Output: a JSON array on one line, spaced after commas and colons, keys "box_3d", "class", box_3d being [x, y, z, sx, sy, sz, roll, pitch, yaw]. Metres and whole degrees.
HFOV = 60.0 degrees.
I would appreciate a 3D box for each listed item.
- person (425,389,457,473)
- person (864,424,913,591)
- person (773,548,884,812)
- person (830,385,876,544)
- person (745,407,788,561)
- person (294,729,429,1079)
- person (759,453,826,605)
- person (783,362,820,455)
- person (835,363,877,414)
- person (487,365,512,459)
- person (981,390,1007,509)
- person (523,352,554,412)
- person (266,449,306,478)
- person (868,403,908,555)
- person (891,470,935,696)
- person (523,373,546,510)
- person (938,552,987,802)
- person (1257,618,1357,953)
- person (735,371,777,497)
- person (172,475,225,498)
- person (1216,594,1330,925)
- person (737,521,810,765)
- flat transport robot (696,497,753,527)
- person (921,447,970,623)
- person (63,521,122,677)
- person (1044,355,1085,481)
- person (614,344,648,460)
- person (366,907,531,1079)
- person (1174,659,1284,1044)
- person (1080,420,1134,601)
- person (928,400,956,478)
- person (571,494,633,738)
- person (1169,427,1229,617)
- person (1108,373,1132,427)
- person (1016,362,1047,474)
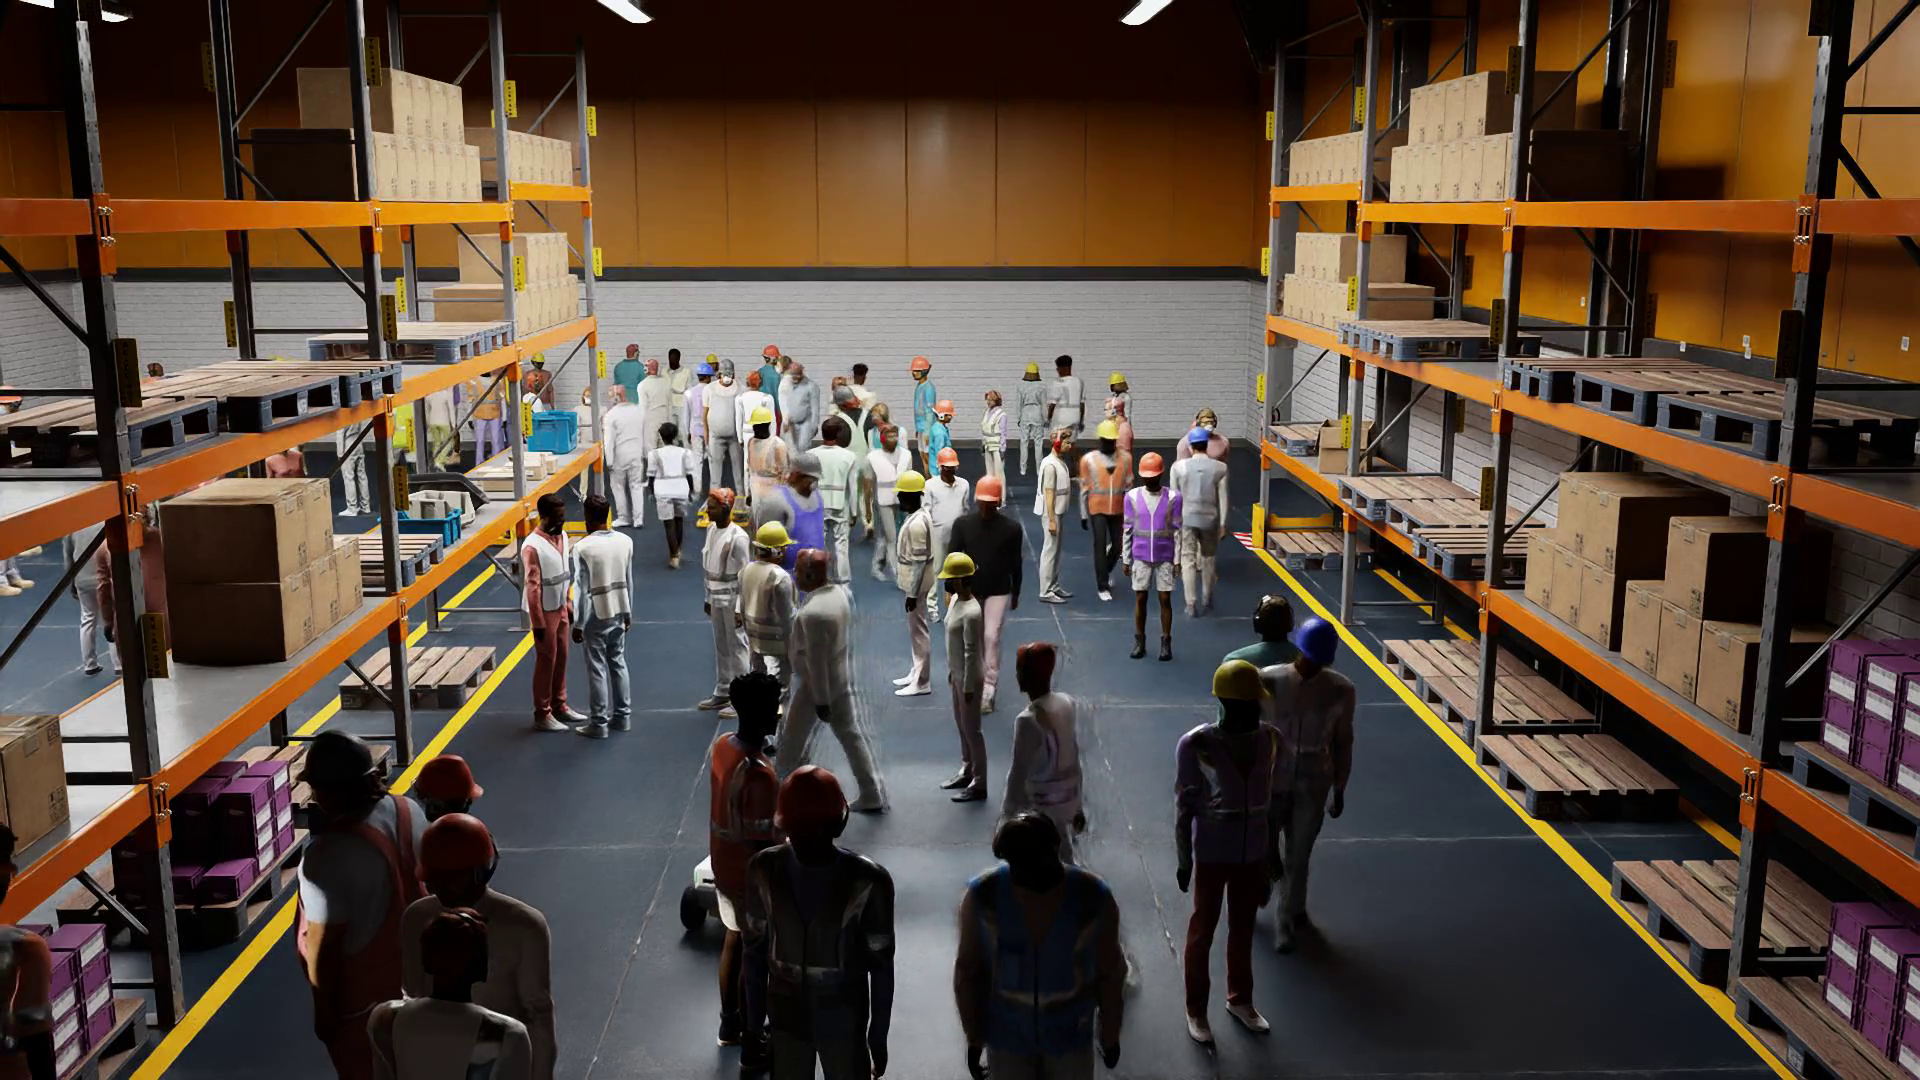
[{"box_3d": [-7.997, -1.780, 25.618, 0.574, 1.617, 0.357, 3, 12, 12], "class": "person"}, {"box_3d": [-0.735, -0.368, 18.092, 0.575, 1.796, 0.964, -9, 14, -38], "class": "person"}, {"box_3d": [-0.988, 0.963, 11.286, 1.011, 1.853, 0.645, 3, 12, 17], "class": "person"}, {"box_3d": [-1.337, -0.941, 20.350, 0.711, 2.000, 0.543, -5, 12, -23], "class": "person"}, {"box_3d": [-2.186, -0.535, 18.604, 0.594, 1.924, 0.367, 9, 14, 38], "class": "person"}, {"box_3d": [-2.485, 1.742, 6.897, 0.536, 2.000, 0.702, 4, 12, 18], "class": "person"}, {"box_3d": [-1.517, 0.127, 14.997, 1.049, 2.000, 0.688, 6, 13, 28], "class": "person"}, {"box_3d": [-2.334, -1.725, 24.745, 0.682, 1.868, 0.502, 8, 14, 35], "class": "person"}, {"box_3d": [-1.501, -1.539, 23.609, 0.647, 1.940, 0.587, 4, 12, 18], "class": "person"}, {"box_3d": [-7.627, -2.332, 27.439, 0.379, 1.996, 0.611, 4, 12, 20], "class": "person"}, {"box_3d": [0.478, -1.248, 22.927, 0.314, 1.633, 0.519, -7, 13, -31], "class": "person"}, {"box_3d": [-6.986, -2.256, 27.654, 0.524, 1.762, 0.340, -9, 15, -40], "class": "person"}, {"box_3d": [-7.435, -0.406, 18.397, 0.338, 1.752, 0.527, 7, 13, 31], "class": "person"}, {"box_3d": [-0.867, -0.734, 19.900, 0.553, 1.806, 0.422, 3, 12, 16], "class": "person"}, {"box_3d": [-0.395, 0.362, 14.100, 0.363, 1.928, 0.587, -1, 11, -3], "class": "person"}, {"box_3d": [-5.848, -1.361, 22.887, 0.355, 1.876, 0.574, -7, 13, -30], "class": "person"}, {"box_3d": [0.011, 0.945, 11.610, 0.337, 1.757, 0.518, -2, 12, -12], "class": "person"}, {"box_3d": [1.855, 1.327, 9.301, 0.668, 1.907, 0.614, 1, 11, 7], "class": "person"}, {"box_3d": [-2.816, -1.403, 23.061, 0.576, 1.885, 0.355, 2, 11, 10], "class": "person"}, {"box_3d": [-8.129, -0.252, 17.849, 0.563, 1.663, 0.568, -6, 13, -28], "class": "person"}, {"box_3d": [1.791, 1.264, 9.605, 0.645, 1.927, 0.389, 0, 11, 1], "class": "person"}, {"box_3d": [-1.375, 0.764, 12.321, 0.403, 1.835, 0.588, -11, 15, -43], "class": "person"}, {"box_3d": [-3.071, -0.390, 22.037, 0.652, 0.197, 1.431, 0, 11, -1], "class": "flat transport robot"}, {"box_3d": [-0.130, -0.060, 16.655, 0.560, 1.752, 0.326, -7, 13, -31], "class": "person"}, {"box_3d": [-7.581, 0.341, 14.669, 0.566, 1.744, 0.350, 0, 11, 0], "class": "person"}, {"box_3d": [1.589, -1.797, 24.915, 0.631, 1.936, 0.471, -11, 16, -43], "class": "person"}, {"box_3d": [-5.351, -2.274, 27.371, 0.654, 1.906, 0.408, 5, 12, 25], "class": "person"}, {"box_3d": [-1.643, 2.114, 5.462, 0.579, 1.878, 0.345, 3, 12, 12], "class": "person"}, {"box_3d": [1.343, 1.527, 8.249, 0.594, 1.929, 0.360, -4, 12, -20], "class": "person"}, {"box_3d": [1.550, -0.339, 17.660, 0.595, 1.912, 0.607, -3, 12, -14], "class": "person"}, {"box_3d": [-0.221, -0.896, 20.885, 0.349, 1.740, 0.575, -1, 11, -3], "class": "person"}, {"box_3d": [-2.782, 0.592, 13.014, 0.409, 1.907, 0.598, 7, 13, 31], "class": "person"}, {"box_3d": [2.415, -0.206, 17.011, 0.600, 1.898, 0.830, 0, 11, 2], "class": "person"}, {"box_3d": [2.318, -1.589, 24.388, 0.324, 1.730, 0.490, -7, 13, -31], "class": "person"}, {"box_3d": [1.115, -1.883, 25.826, 0.487, 1.744, 0.297, 2, 11, 8], "class": "person"}]
